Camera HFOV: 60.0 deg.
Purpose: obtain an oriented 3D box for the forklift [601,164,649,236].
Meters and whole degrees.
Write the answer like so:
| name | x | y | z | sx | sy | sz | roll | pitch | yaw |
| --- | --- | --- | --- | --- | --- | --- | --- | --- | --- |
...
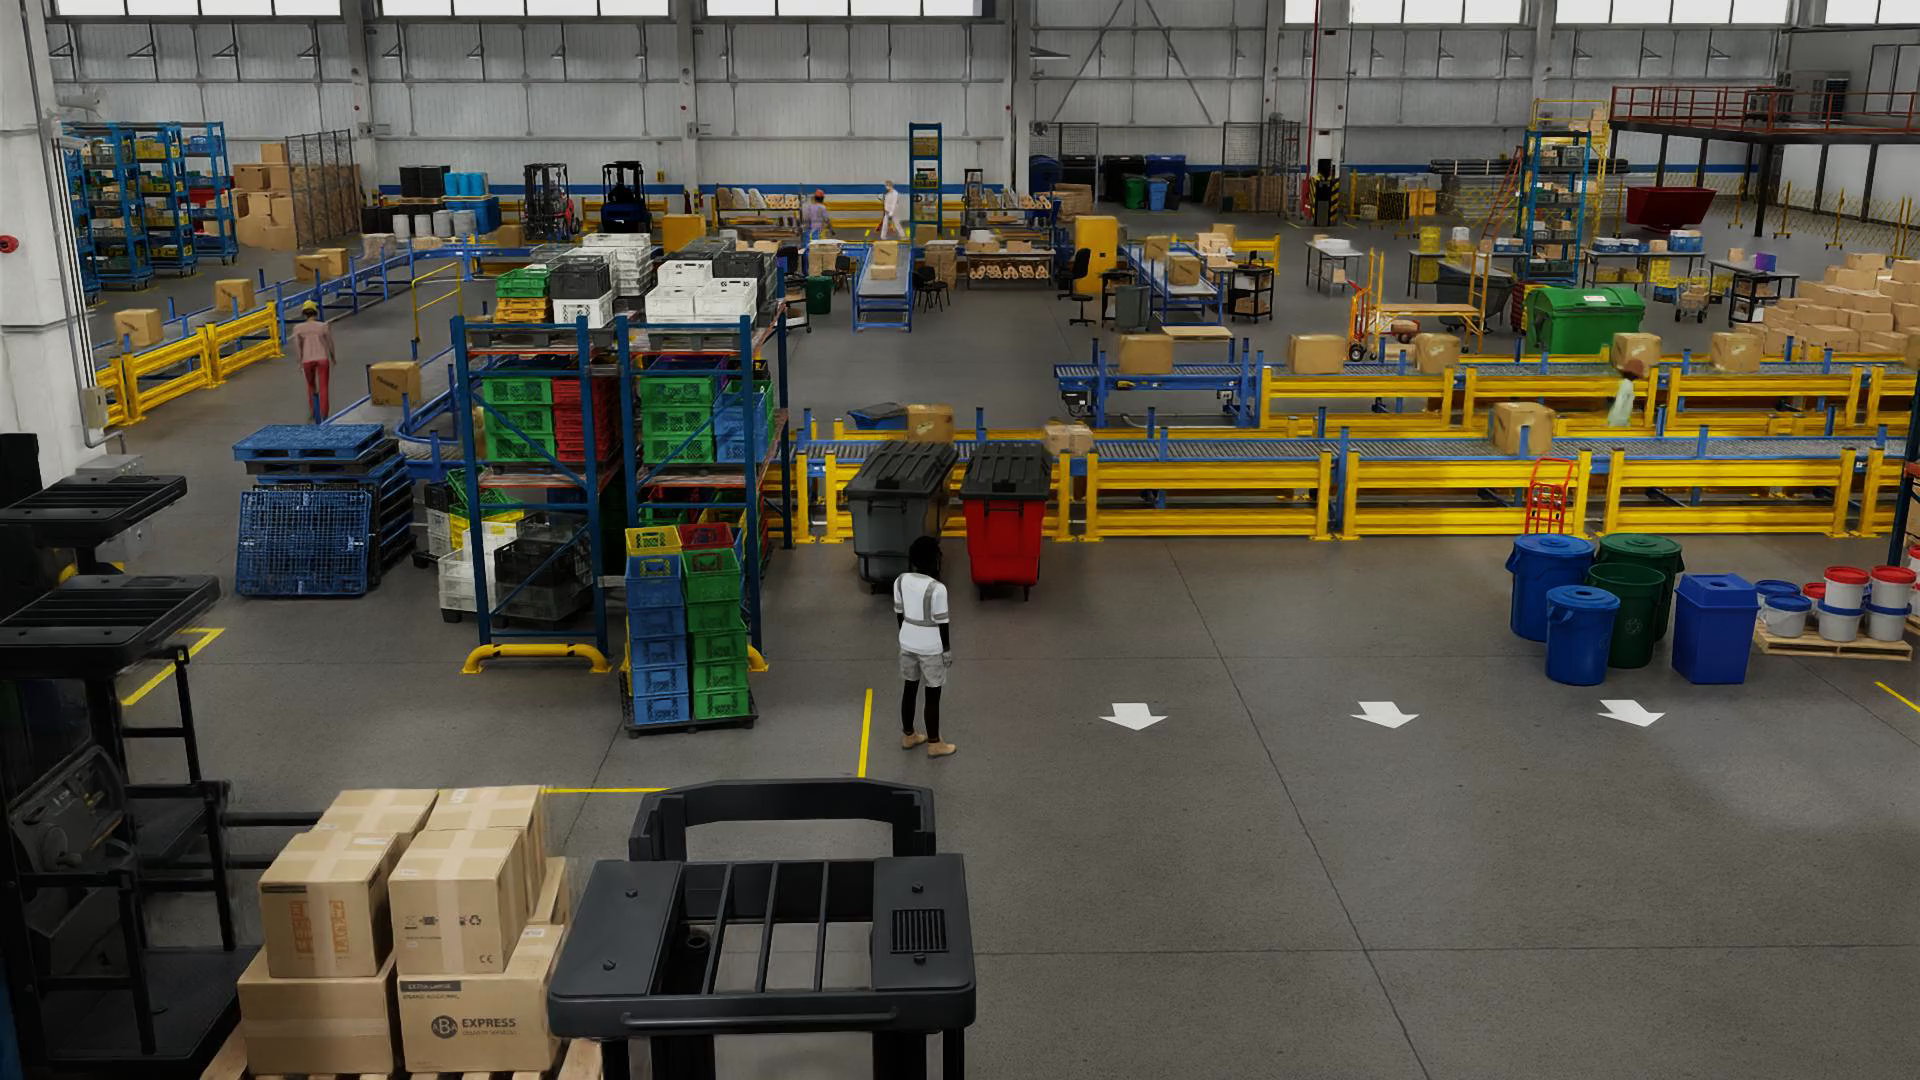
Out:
| name | x | y | z | sx | sy | sz | roll | pitch | yaw |
| --- | --- | --- | --- | --- | --- | --- | --- | --- | --- |
| forklift | -9.948 | -10.127 | 49.296 | 1.157 | 1.987 | 2.680 | -1 | 16 | -3 |

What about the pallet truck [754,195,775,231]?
| name | x | y | z | sx | sy | sz | roll | pitch | yaw |
| --- | --- | --- | --- | --- | --- | --- | --- | --- | --- |
| pallet truck | -6.051 | -9.967 | 50.660 | 0.680 | 1.201 | 1.601 | 0 | 16 | -1 |

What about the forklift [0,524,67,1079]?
| name | x | y | z | sx | sy | sz | roll | pitch | yaw |
| --- | --- | --- | --- | --- | --- | --- | --- | --- | --- |
| forklift | -4.826 | 1.370 | 8.313 | 1.873 | 2.768 | 1.129 | 0 | 16 | -1 |

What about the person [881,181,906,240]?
| name | x | y | z | sx | sy | sz | roll | pitch | yaw |
| --- | --- | --- | --- | --- | --- | --- | --- | --- | --- |
| person | -1.914 | -9.156 | 46.740 | 1.015 | 1.862 | 0.633 | -11 | 19 | -33 |

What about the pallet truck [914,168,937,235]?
| name | x | y | z | sx | sy | sz | roll | pitch | yaw |
| --- | --- | --- | --- | --- | --- | --- | --- | --- | --- |
| pallet truck | -0.989 | -10.316 | 50.507 | 0.823 | 1.965 | 1.885 | 1 | 16 | 3 |

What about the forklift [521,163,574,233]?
| name | x | y | z | sx | sy | sz | roll | pitch | yaw |
| --- | --- | --- | --- | --- | --- | --- | --- | --- | --- |
| forklift | -12.233 | -10.122 | 49.298 | 1.157 | 1.987 | 2.680 | 0 | 16 | -1 |

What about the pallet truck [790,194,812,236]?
| name | x | y | z | sx | sy | sz | roll | pitch | yaw |
| --- | --- | --- | --- | --- | --- | --- | --- | --- | --- |
| pallet truck | -4.814 | -9.883 | 50.259 | 0.704 | 1.261 | 1.522 | -1 | 16 | -3 |

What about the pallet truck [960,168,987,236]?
| name | x | y | z | sx | sy | sz | roll | pitch | yaw |
| --- | --- | --- | --- | --- | --- | --- | --- | --- | --- |
| pallet truck | 0.383 | -10.230 | 50.206 | 0.823 | 1.965 | 1.885 | -1 | 16 | -3 |

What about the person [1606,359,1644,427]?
| name | x | y | z | sx | sy | sz | roll | pitch | yaw |
| --- | --- | --- | --- | --- | --- | --- | --- | --- | --- |
| person | 8.099 | -1.412 | 20.285 | 0.840 | 1.576 | 0.559 | 5 | 17 | 16 |

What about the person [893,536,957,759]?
| name | x | y | z | sx | sy | sz | roll | pitch | yaw |
| --- | --- | --- | --- | --- | --- | --- | --- | --- | --- |
| person | -0.266 | 0.794 | 12.424 | 0.532 | 1.697 | 0.320 | 15 | 22 | 41 |

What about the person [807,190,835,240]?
| name | x | y | z | sx | sy | sz | roll | pitch | yaw |
| --- | --- | --- | --- | --- | --- | --- | --- | --- | --- |
| person | -3.562 | -7.761 | 41.674 | 1.099 | 1.988 | 0.603 | -13 | 20 | -38 |

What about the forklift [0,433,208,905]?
| name | x | y | z | sx | sy | sz | roll | pitch | yaw |
| --- | --- | --- | --- | --- | --- | --- | --- | --- | --- |
| forklift | -5.952 | 0.780 | 10.366 | 1.873 | 2.768 | 1.129 | 0 | 16 | -1 |

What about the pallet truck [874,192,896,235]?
| name | x | y | z | sx | sy | sz | roll | pitch | yaw |
| --- | --- | --- | --- | --- | --- | --- | --- | --- | --- |
| pallet truck | -2.277 | -9.986 | 50.594 | 0.653 | 1.274 | 1.630 | 0 | 16 | -1 |

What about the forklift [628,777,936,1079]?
| name | x | y | z | sx | sy | sz | roll | pitch | yaw |
| --- | --- | --- | --- | --- | --- | --- | --- | --- | --- |
| forklift | -0.542 | 2.165 | 5.552 | 1.129 | 2.768 | 1.873 | -1 | 16 | -2 |

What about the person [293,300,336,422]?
| name | x | y | z | sx | sy | sz | roll | pitch | yaw |
| --- | --- | --- | --- | --- | --- | --- | --- | --- | --- |
| person | -9.394 | -2.629 | 24.269 | 0.542 | 1.731 | 0.876 | -5 | 17 | -16 |
